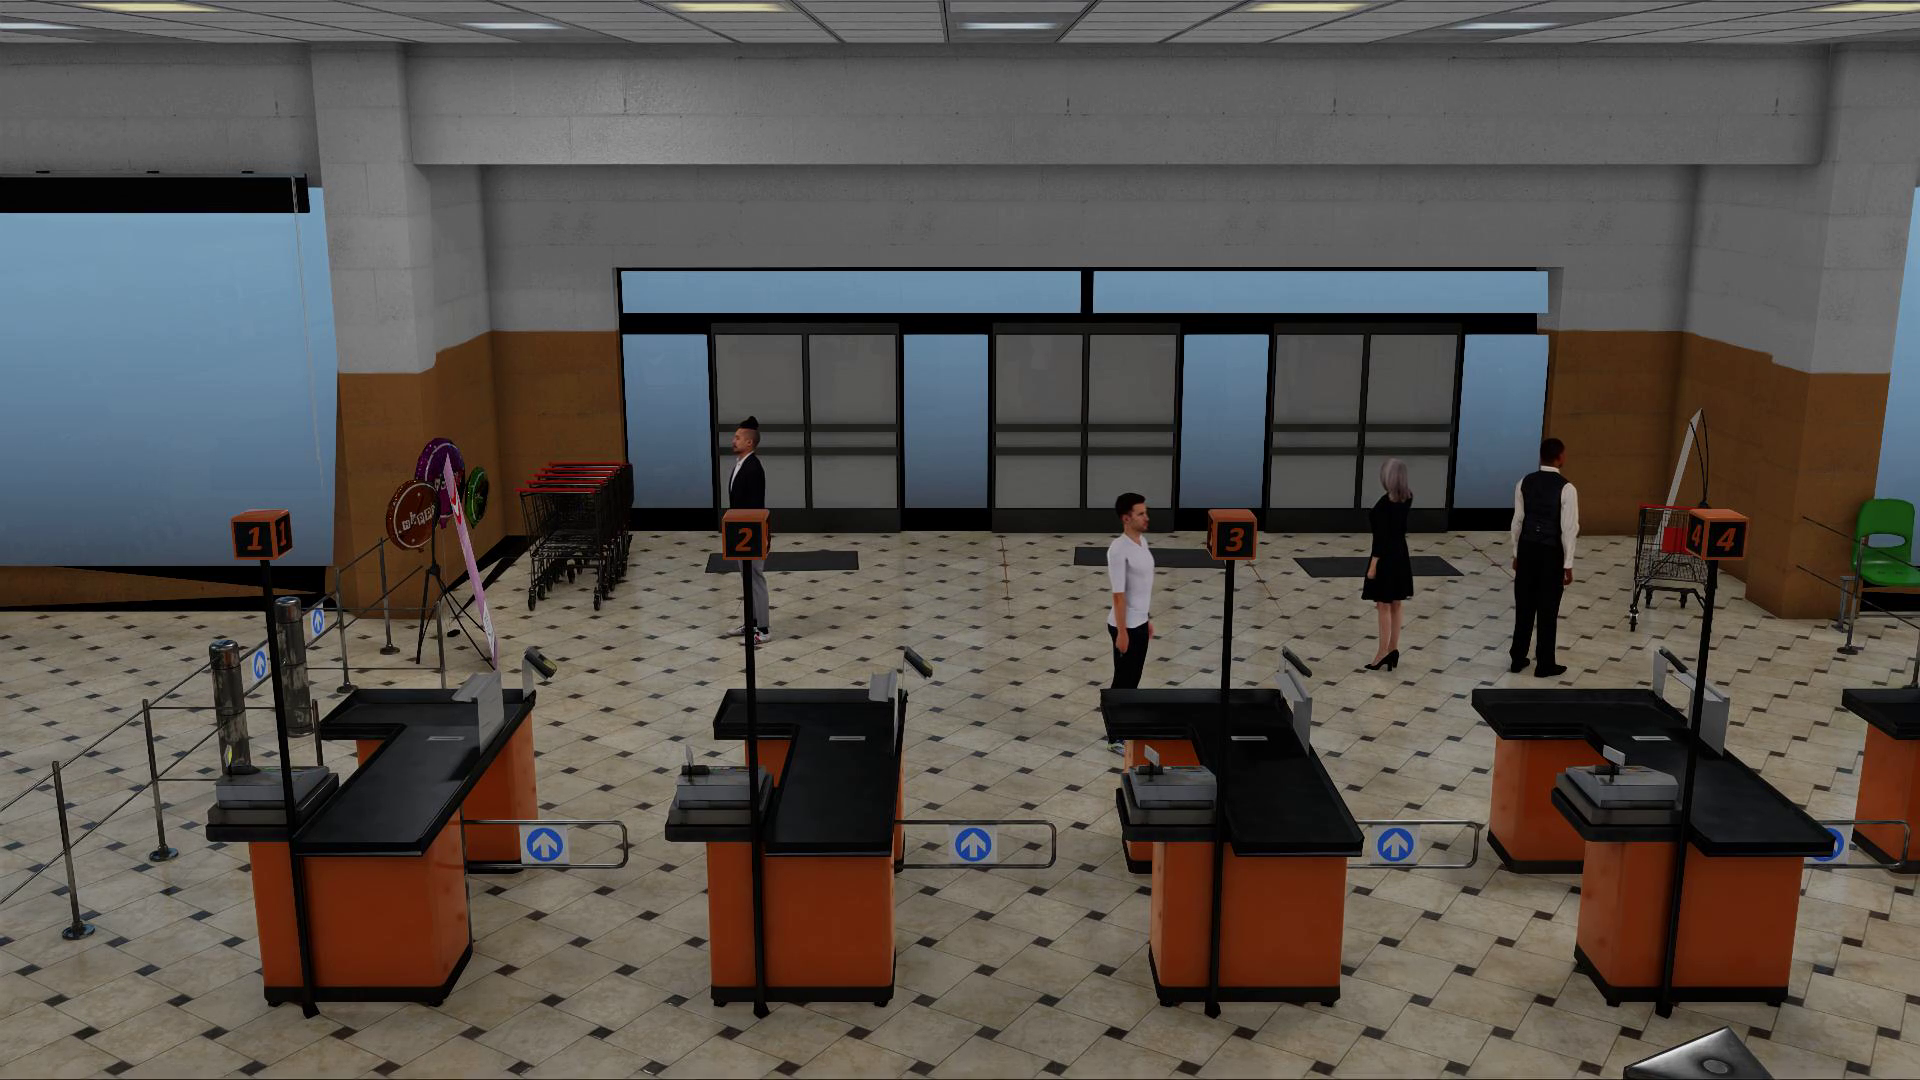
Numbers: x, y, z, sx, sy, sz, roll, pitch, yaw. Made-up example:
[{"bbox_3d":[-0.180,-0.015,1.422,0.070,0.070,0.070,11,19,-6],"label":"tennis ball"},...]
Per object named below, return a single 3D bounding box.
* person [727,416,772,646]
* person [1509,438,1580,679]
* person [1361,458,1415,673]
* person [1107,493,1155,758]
[{"bbox_3d":[-1.787,-0.091,14.182,0.852,1.950,0.690,-6,15,-23],"label":"person"},{"bbox_3d":[4.664,0.130,13.340,0.833,1.917,0.761,-12,18,-42],"label":"person"},{"bbox_3d":[3.458,0.193,13.438,0.695,1.747,0.754,-13,19,-43],"label":"person"},{"bbox_3d":[1.184,0.574,11.647,0.813,1.851,0.679,7,15,27],"label":"person"}]
